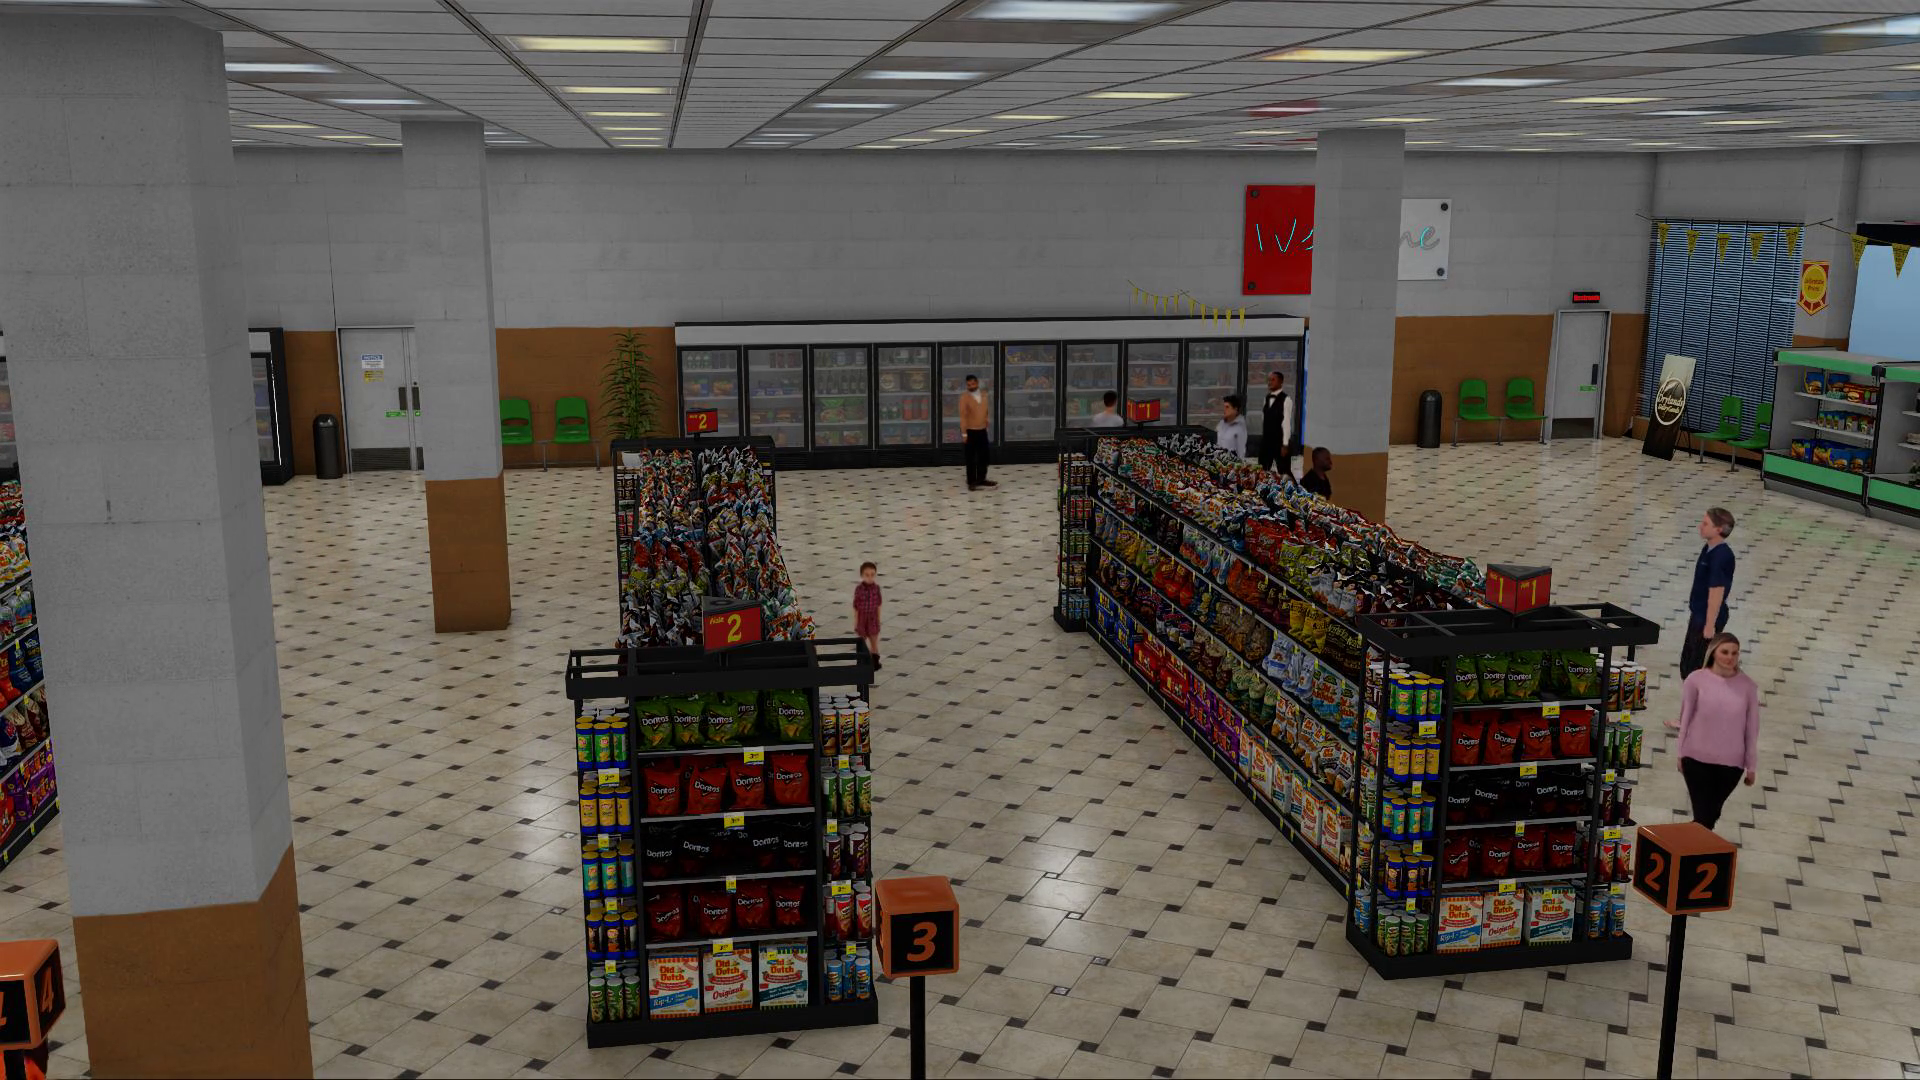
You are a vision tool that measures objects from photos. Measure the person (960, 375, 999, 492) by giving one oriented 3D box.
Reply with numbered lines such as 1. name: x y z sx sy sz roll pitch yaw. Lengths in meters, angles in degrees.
1. person: 0.227 -1.577 24.488 0.822 1.715 0.909 11 16 43

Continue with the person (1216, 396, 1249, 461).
1. person: 3.382 -0.832 20.485 0.983 1.907 1.169 -7 14 -29

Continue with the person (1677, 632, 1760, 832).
1. person: 4.770 1.390 10.568 0.908 1.646 1.226 3 12 12

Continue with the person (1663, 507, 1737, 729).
1. person: 6.172 0.659 13.539 0.984 1.852 0.989 4 13 19

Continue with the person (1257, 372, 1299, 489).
1. person: 4.449 -1.361 23.051 1.121 1.886 1.281 -8 15 -35

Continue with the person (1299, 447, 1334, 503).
1. person: 3.546 -0.060 17.067 0.934 1.805 0.873 7 14 29

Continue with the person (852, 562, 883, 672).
1. person: -0.867 0.702 15.397 0.445 1.001 0.726 -3 12 -12

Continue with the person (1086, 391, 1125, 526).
1. person: 1.839 -0.960 21.361 1.086 1.797 1.265 5 13 24
